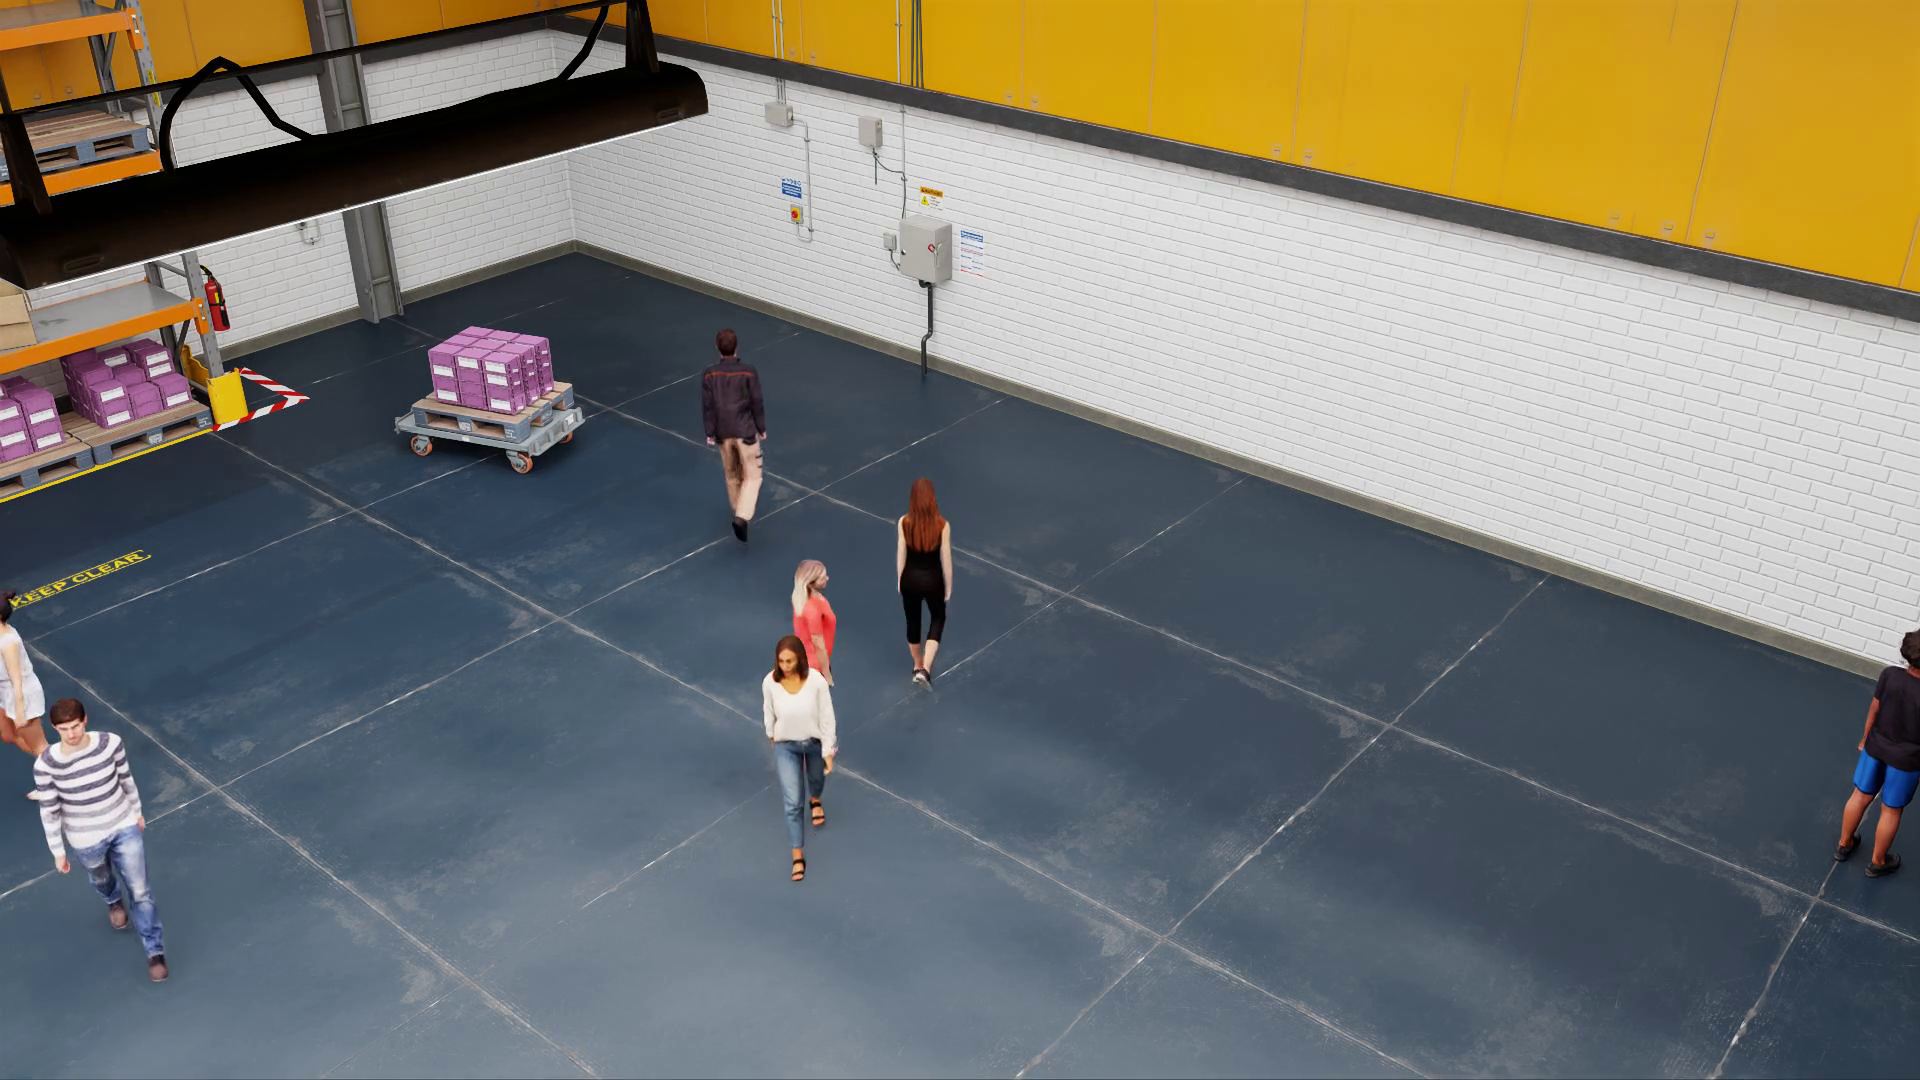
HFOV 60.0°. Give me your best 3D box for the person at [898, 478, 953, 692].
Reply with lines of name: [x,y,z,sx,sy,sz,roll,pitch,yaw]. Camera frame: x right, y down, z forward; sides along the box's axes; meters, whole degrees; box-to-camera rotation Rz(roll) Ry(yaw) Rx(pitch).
person: [-0.306,0.377,12.400,0.825,1.713,0.971,5,29,9]

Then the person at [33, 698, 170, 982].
person: [-5.130,1.690,9.902,1.230,1.799,0.999,-16,33,-27]

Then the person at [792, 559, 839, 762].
person: [-1.118,0.869,11.536,0.855,1.676,0.794,-11,31,-19]

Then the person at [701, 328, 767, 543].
person: [-1.954,-0.900,14.541,1.094,1.905,1.227,1,29,2]

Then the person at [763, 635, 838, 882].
person: [-1.004,1.291,10.807,1.057,1.633,1.155,-1,29,-1]

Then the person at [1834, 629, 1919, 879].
person: [5.934,1.338,10.549,0.644,1.798,0.659,-20,34,-31]

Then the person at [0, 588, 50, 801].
person: [-6.320,1.032,11.317,0.587,1.600,0.601,-23,36,-36]
